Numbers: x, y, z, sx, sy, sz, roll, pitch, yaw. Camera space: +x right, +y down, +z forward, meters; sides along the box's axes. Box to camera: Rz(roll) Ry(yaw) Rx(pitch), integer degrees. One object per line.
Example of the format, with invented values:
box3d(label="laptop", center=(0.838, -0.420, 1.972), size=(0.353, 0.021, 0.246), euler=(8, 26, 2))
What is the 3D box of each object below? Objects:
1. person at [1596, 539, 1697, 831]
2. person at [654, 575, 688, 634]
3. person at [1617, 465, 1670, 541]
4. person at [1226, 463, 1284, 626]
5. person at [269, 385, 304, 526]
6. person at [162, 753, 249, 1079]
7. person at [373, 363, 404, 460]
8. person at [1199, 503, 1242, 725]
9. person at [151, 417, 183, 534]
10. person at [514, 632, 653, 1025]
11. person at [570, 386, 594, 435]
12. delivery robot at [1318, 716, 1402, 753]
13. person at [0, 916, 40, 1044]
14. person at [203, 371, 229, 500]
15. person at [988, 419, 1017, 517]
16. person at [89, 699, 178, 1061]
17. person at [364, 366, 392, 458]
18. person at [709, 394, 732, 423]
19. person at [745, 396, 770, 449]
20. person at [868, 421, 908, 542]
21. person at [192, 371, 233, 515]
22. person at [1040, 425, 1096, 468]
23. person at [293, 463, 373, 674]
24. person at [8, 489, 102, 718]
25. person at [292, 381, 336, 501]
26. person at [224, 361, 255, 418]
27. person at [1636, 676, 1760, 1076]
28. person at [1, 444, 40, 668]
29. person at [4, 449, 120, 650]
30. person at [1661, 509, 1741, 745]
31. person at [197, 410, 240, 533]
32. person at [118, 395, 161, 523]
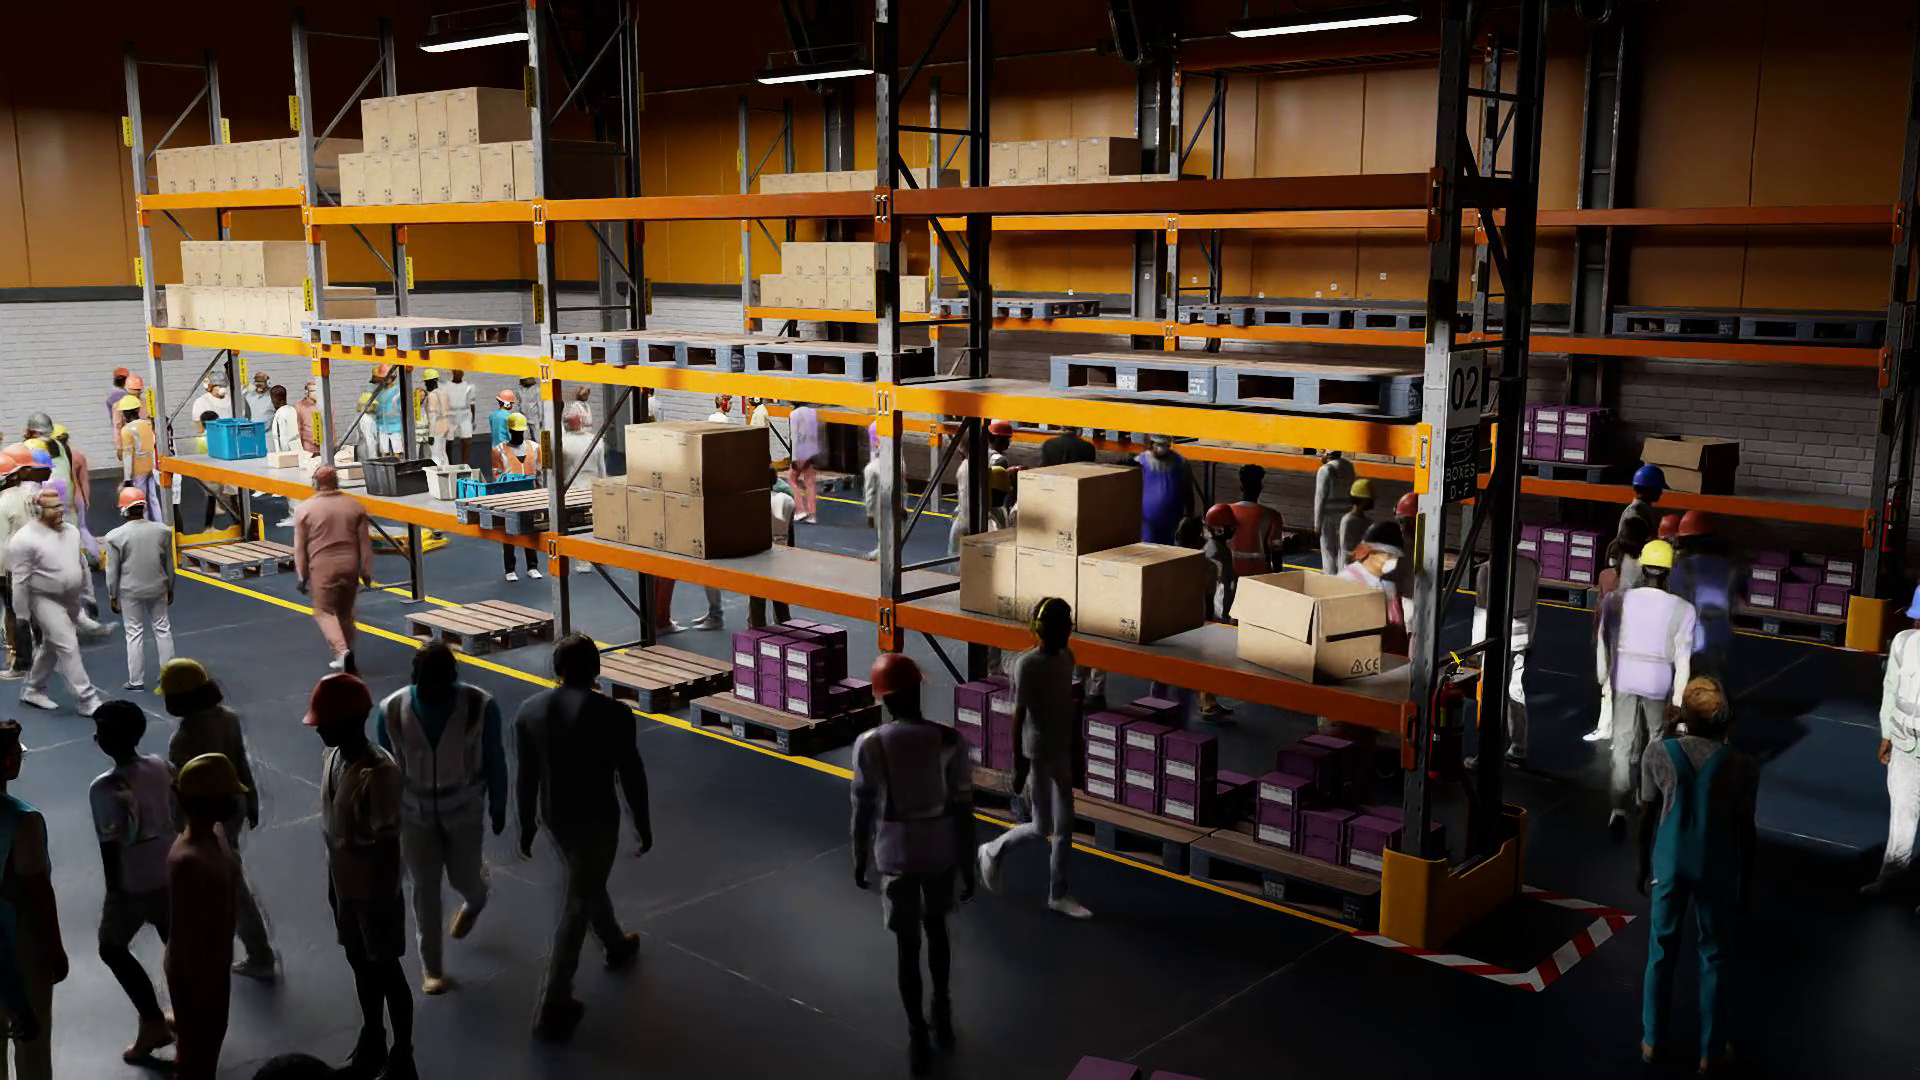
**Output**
box3d(label="person", center=(4.449, 0.940, 10.850), size=(0.607, 1.885, 0.962), euler=(4, 11, 23))
box3d(label="person", center=(-2.898, -0.025, 16.222), size=(0.401, 1.907, 0.597), euler=(-6, 12, -31))
box3d(label="person", center=(5.756, 0.328, 14.104), size=(0.397, 1.944, 0.616), euler=(5, 11, 28))
box3d(label="person", center=(2.428, 0.327, 14.054), size=(0.613, 1.962, 0.365), euler=(4, 11, 23))
box3d(label="person", center=(-9.103, -1.141, 22.508), size=(0.391, 1.914, 0.587), euler=(-2, 10, -11))
box3d(label="person", center=(-3.050, 1.722, 6.783), size=(0.376, 1.756, 0.537), euler=(-2, 10, -10))
box3d(label="person", center=(-8.588, -1.654, 25.080), size=(0.614, 2.034, 0.405), euler=(3, 11, 19))
box3d(label="person", center=(2.059, 0.578, 13.226), size=(0.320, 1.755, 0.563), euler=(1, 10, 6))
box3d(label="person", center=(-9.876, -0.720, 20.721), size=(0.317, 1.699, 0.540), euler=(-6, 12, -30))
box3d(label="person", center=(-1.890, 1.393, 8.310), size=(0.656, 1.877, 1.078), euler=(3, 10, 16))
box3d(label="person", center=(-5.814, -1.559, 25.647), size=(0.363, 1.624, 0.536), euler=(3, 10, 15))
box3d(label="delivery robot", center=(2.940, 1.359, 11.942), size=(0.707, 0.478, 0.477), euler=(8, 13, 36))
box3d(label="person", center=(-3.708, 1.781, 6.077), size=(0.899, 1.876, 0.617), euler=(4, 11, 20))
box3d(label="person", center=(-11.053, -1.566, 24.868), size=(0.368, 1.930, 0.627), euler=(-4, 11, -22))
box3d(label="person", center=(0.389, -0.247, 17.089), size=(0.395, 2.038, 0.615), euler=(-4, 11, -22))
box3d(label="person", center=(-3.836, 1.576, 7.837), size=(0.409, 1.669, 0.549), euler=(2, 10, 9))
box3d(label="person", center=(-9.869, -2.086, 28.330), size=(0.487, 1.744, 0.297), euler=(-8, 13, -38))
box3d(label="person", center=(-3.195, -1.045, 22.185), size=(0.394, 1.836, 0.560), euler=(-5, 11, -25))
box3d(label="person", center=(-2.960, -1.388, 24.386), size=(0.355, 1.742, 0.574), euler=(-2, 10, -9))
box3d(label="person", center=(-0.906, -0.912, 21.185), size=(0.392, 1.923, 0.553), euler=(8, 13, 40))
box3d(label="person", center=(-10.414, -1.381, 23.500), size=(0.535, 2.000, 0.682), euler=(7, 12, 34))
box3d(label="person", center=(1.239, -0.522, 18.865), size=(0.655, 1.954, 0.856), euler=(2, 10, 11))
box3d(label="person", center=(-5.448, 0.276, 14.558), size=(0.663, 1.890, 0.690), euler=(-10, 14, -44))
box3d(label="person", center=(-7.266, 0.502, 13.389), size=(0.980, 1.860, 0.659), euler=(2, 10, 13))
box3d(label="person", center=(-9.008, -1.278, 23.296), size=(0.409, 1.908, 0.639), euler=(8, 13, 39))
box3d(label="person", center=(-11.659, -1.927, 26.812), size=(0.600, 1.960, 0.374), euler=(0, 10, -1))
box3d(label="person", center=(3.358, 1.529, 7.612), size=(0.506, 1.841, 0.345), euler=(7, 12, 33))
box3d(label="person", center=(-8.391, 0.154, 14.869), size=(0.417, 2.031, 0.609), euler=(-8, 13, -39))
box3d(label="person", center=(-8.556, 0.081, 15.638), size=(0.997, 1.889, 0.601), euler=(-6, 12, -31))
box3d(label="person", center=(5.365, 0.730, 12.019), size=(0.540, 1.905, 0.931), euler=(0, 10, -2))
box3d(label="person", center=(-9.576, -0.855, 21.583), size=(0.549, 1.674, 0.359), euler=(-6, 12, -31))
box3d(label="person", center=(-10.346, -0.869, 20.968), size=(0.400, 1.916, 0.589), euler=(2, 10, 10))
